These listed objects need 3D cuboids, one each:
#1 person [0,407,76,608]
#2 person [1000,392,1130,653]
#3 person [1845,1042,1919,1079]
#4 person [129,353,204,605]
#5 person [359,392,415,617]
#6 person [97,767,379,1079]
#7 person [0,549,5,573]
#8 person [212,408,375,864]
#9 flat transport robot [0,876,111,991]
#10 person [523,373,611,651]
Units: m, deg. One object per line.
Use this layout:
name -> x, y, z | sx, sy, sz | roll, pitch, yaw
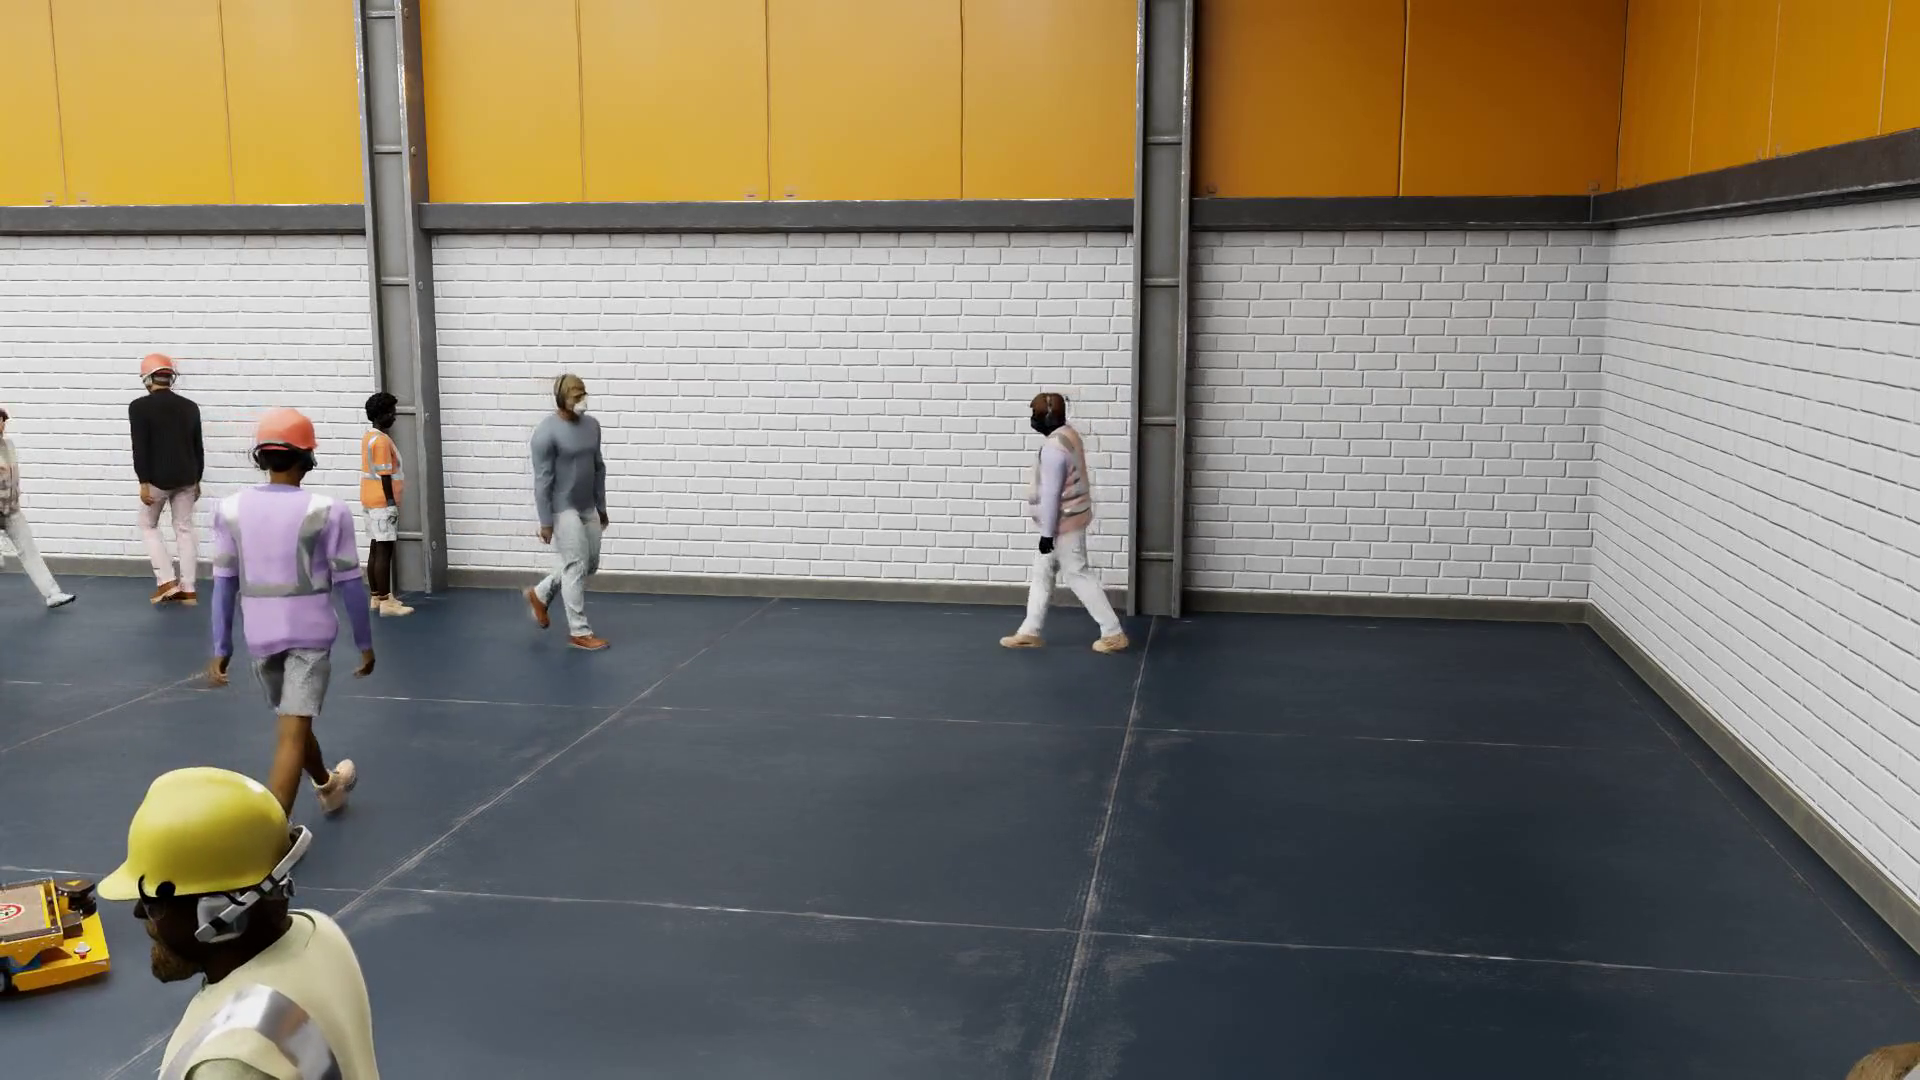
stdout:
person -> -7.249, -0.224, 12.600 | 0.858, 1.587, 0.524 | 1, 9, 5
person -> 0.746, -0.111, 11.317 | 0.883, 1.804, 0.632 | 1, 9, 6
person -> 0.888, 1.388, 1.642 | 0.626, 1.933, 0.380 | -3, 10, -19
person -> -6.166, -0.468, 12.957 | 0.516, 1.966, 0.656 | 5, 11, 29
person -> -4.363, -0.270, 12.583 | 0.319, 1.693, 0.533 | -6, 11, -31
person -> -1.161, 1.257, 2.780 | 0.403, 1.824, 0.596 | -2, 9, -9
person -> -7.057, -0.105, 11.788 | 0.409, 1.625, 0.500 | 1, 9, 6
person -> -2.950, 0.405, 7.484 | 0.636, 1.989, 1.052 | 1, 9, 6
flat transport robot -> -3.888, 1.509, 5.982 | 1.431, 0.197, 0.652 | -6, 11, -31
person -> -2.754, -0.202, 11.473 | 0.717, 1.920, 0.639 | 4, 10, 24
